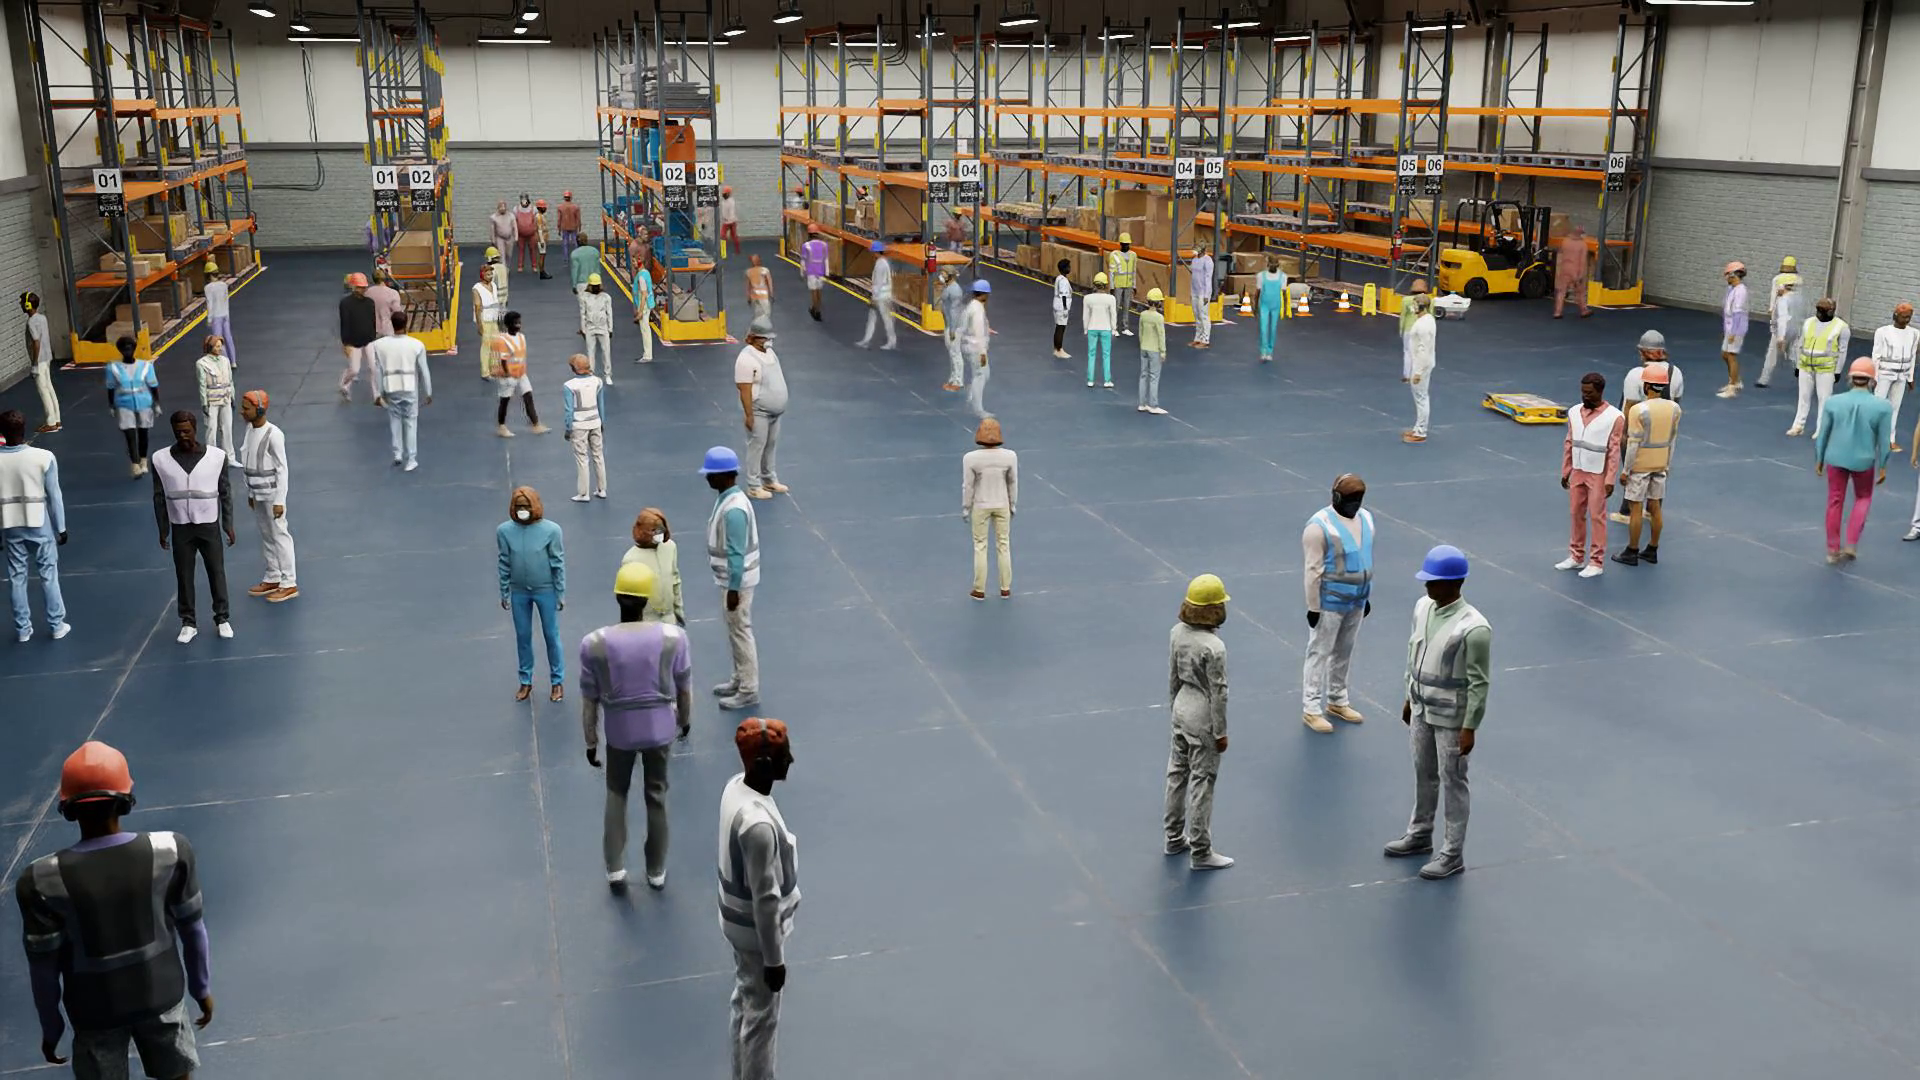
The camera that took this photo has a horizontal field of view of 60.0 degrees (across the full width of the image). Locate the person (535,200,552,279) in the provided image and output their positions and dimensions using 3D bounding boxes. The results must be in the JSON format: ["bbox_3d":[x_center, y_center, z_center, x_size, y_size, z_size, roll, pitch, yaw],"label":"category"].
[{"bbox_3d":[-10.281,-7.412,41.025,0.357,1.937,0.551,-3,15,-9],"label":"person"}]

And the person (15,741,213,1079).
[{"bbox_3d":[-3.195,1.747,6.359,0.611,2.042,0.395,-10,18,-32],"label":"person"}]

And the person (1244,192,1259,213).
[{"bbox_3d":[8.327,-9.073,47.646,0.309,1.745,0.485,-14,21,-43],"label":"person"}]

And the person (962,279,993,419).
[{"bbox_3d":[0.244,-2.654,23.118,0.414,1.937,0.652,-1,15,-4],"label":"person"}]

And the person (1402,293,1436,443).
[{"bbox_3d":[5.939,-2.214,21.464,0.372,1.939,0.629,5,16,18],"label":"person"}]

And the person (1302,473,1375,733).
[{"bbox_3d":[2.677,0.429,11.709,0.627,1.840,0.429,-11,18,-35],"label":"person"}]

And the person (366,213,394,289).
[{"bbox_3d":[-13.369,-6.727,38.447,0.635,1.937,0.352,3,15,11],"label":"person"}]

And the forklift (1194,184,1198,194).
[{"bbox_3d":[7.392,-11.333,53.972,1.873,2.768,1.129,-4,15,-15],"label":"forklift"}]

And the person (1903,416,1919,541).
[{"bbox_3d":[9.802,-0.857,16.560,0.386,1.837,0.575,-12,19,-39],"label":"person"}]

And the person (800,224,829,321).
[{"bbox_3d":[-2.974,-5.391,33.491,0.569,1.896,0.930,-8,17,-27],"label":"person"}]

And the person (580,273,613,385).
[{"bbox_3d":[-5.627,-3.266,25.816,0.486,1.738,0.321,-3,15,-11],"label":"person"}]

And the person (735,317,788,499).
[{"bbox_3d":[-2.180,-1.482,18.515,0.536,2.000,0.686,6,16,21],"label":"person"}]

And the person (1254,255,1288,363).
[{"bbox_3d":[5.228,-3.868,27.942,0.542,1.801,0.924,2,15,6],"label":"person"}]

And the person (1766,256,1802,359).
[{"bbox_3d":[14.088,-3.970,28.447,0.493,1.742,0.322,2,15,7],"label":"person"}]

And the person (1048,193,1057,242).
[{"bbox_3d":[2.525,-8.561,45.523,0.383,1.846,0.620,5,16,20],"label":"person"}]

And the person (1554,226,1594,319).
[{"bbox_3d":[12.439,-5.402,33.618,0.985,1.854,0.655,-9,18,-31],"label":"person"}]

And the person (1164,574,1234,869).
[{"bbox_3d":[1.391,1.038,9.600,0.297,1.744,0.487,-8,17,-28],"label":"person"}]

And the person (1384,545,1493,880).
[{"bbox_3d":[2.731,0.968,9.472,0.405,1.946,0.610,-6,16,-21],"label":"person"}]

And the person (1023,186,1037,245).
[{"bbox_3d":[2.033,-9.420,48.576,0.409,1.940,0.606,-2,15,-8],"label":"person"}]

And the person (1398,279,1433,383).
[{"bbox_3d":[7.123,-3.261,26.013,0.503,1.620,0.288,0,15,1],"label":"person"}]

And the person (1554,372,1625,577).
[{"bbox_3d":[5.885,-0.621,15.533,0.399,1.909,0.599,-9,17,-29],"label":"person"}]

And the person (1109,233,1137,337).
[{"bbox_3d":[3.057,-4.779,31.137,0.587,1.927,0.364,-8,17,-26],"label":"person"}]

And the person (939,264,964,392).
[{"bbox_3d":[-0.127,-3.230,25.318,0.378,1.931,0.625,-2,15,-8],"label":"person"}]

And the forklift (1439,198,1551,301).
[{"bbox_3d":[11.913,-6.508,37.130,2.313,2.155,1.214,-4,15,-15],"label":"forklift"}]

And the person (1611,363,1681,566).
[{"bbox_3d":[6.523,-0.714,15.821,0.545,1.938,0.355,-5,16,-19],"label":"person"}]

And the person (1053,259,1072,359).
[{"bbox_3d":[1.762,-3.968,28.525,0.317,1.695,0.540,-2,15,-7],"label":"person"}]

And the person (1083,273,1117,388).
[{"bbox_3d":[2.151,-3.223,25.592,0.522,1.769,0.310,4,15,14],"label":"person"}]

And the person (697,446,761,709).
[{"bbox_3d":[-1.671,0.265,12.146,0.429,1.937,0.628,-3,15,-13],"label":"person"}]

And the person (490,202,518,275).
[{"bbox_3d":[-11.397,-7.526,41.590,0.644,1.865,0.938,-7,16,-25],"label":"person"}]

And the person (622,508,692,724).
[{"bbox_3d":[-2.136,0.558,11.639,0.285,1.622,0.512,10,18,34],"label":"person"}]

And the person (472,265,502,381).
[{"bbox_3d":[-7.457,-3.422,26.217,0.394,1.832,0.576,4,15,16],"label":"person"}]

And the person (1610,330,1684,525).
[{"bbox_3d":[7.134,-1.185,17.396,0.688,2.000,0.536,-6,16,-21],"label":"person"}]

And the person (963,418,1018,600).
[{"bbox_3d":[0.265,-0.271,14.739,0.497,1.633,0.284,-3,15,-11],"label":"person"}]

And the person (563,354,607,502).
[{"bbox_3d":[-4.138,-1.234,18.356,0.310,1.636,0.522,12,19,39],"label":"person"}]

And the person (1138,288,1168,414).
[{"bbox_3d":[2.727,-2.665,23.493,0.308,1.769,0.525,-9,17,-31],"label":"person"}]

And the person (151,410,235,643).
[{"bbox_3d":[-6.262,-0.123,13.633,0.588,1.920,0.392,-5,16,-20],"label":"person"}]
